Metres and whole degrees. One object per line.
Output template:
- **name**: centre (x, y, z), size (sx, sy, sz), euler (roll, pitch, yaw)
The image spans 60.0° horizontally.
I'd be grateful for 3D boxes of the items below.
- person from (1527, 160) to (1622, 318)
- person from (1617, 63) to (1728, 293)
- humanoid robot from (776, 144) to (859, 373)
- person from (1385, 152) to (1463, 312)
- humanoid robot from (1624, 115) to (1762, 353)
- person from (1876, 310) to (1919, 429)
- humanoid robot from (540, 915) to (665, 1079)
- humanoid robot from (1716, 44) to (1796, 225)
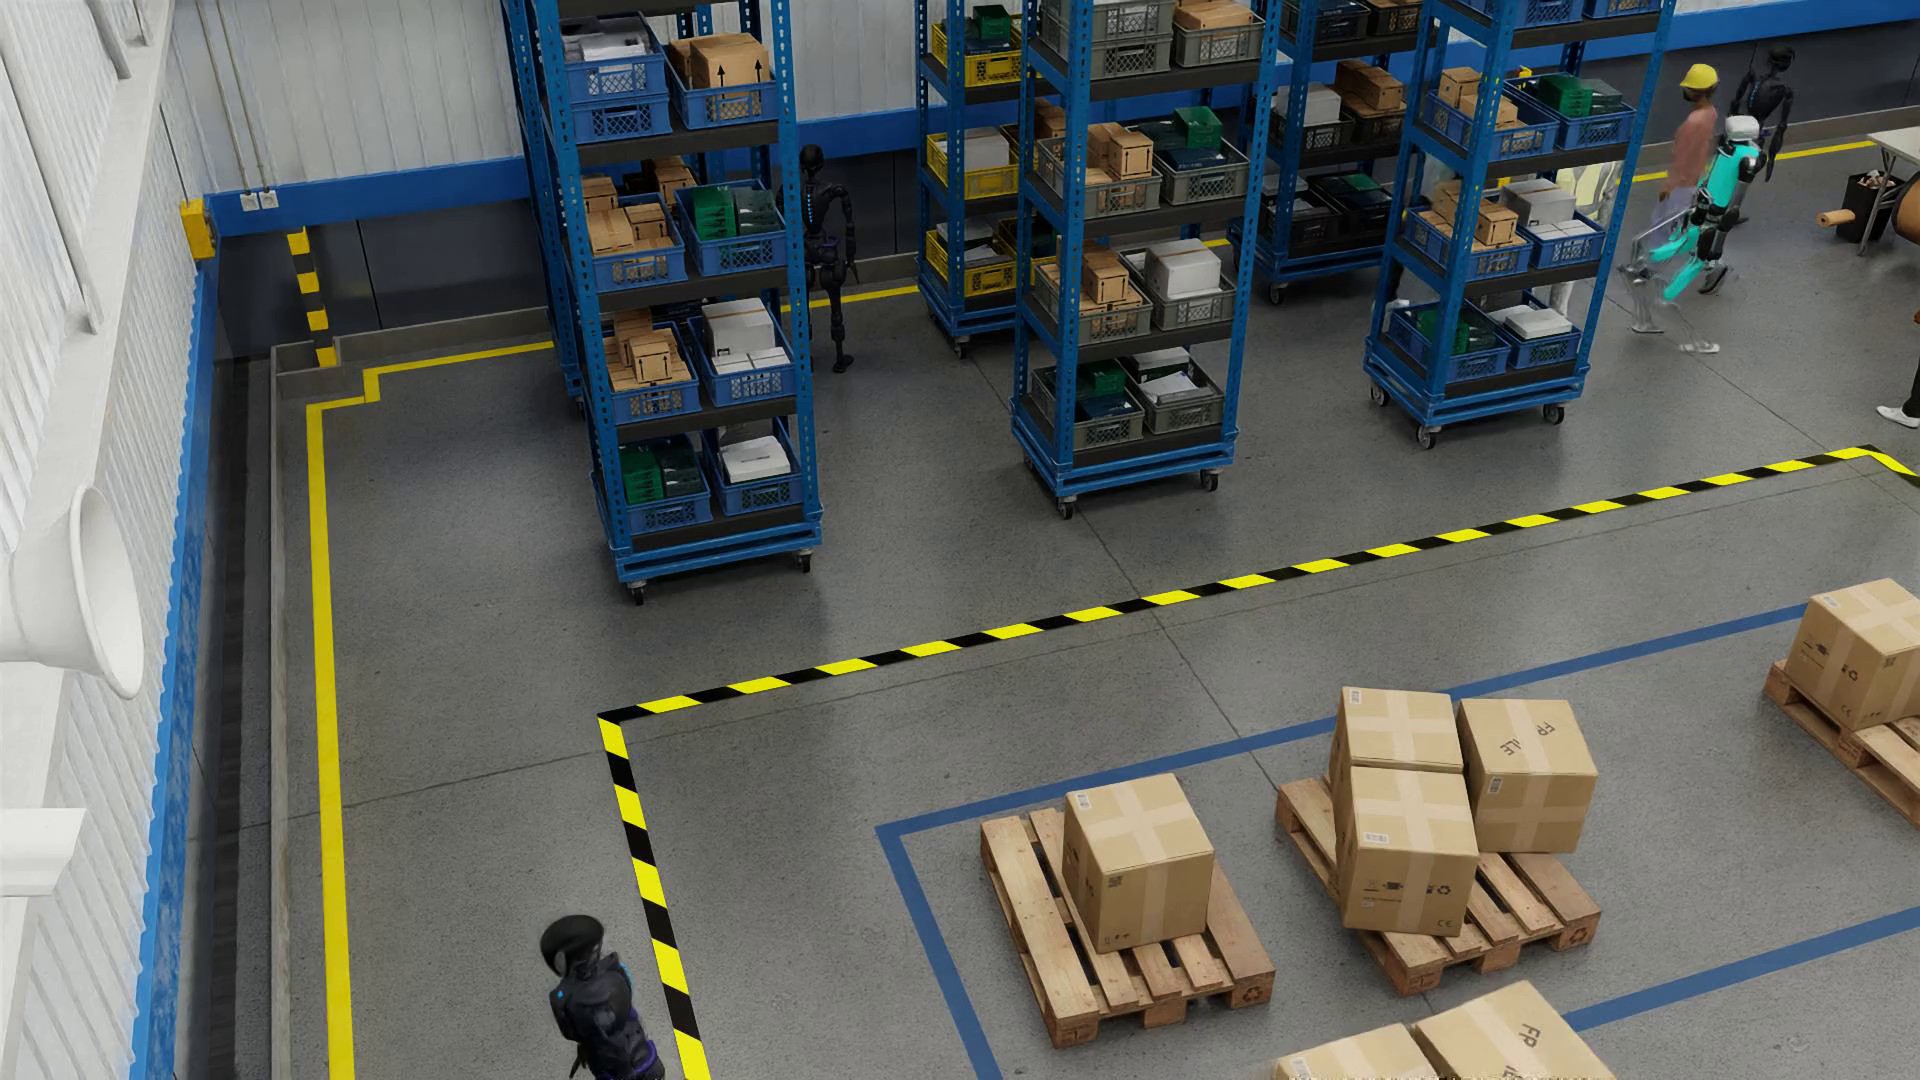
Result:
- **person**: centre (4.287, -2.223, 11.843), size (0.620, 1.845, 0.431), euler (6, 36, 9)
- **person**: centre (5.590, -2.723, 12.639), size (0.757, 1.729, 0.558), euler (20, 40, 26)
- **humanoid robot**: centre (-1.007, -1.957, 11.594), size (0.599, 1.657, 0.315), euler (3, 35, 5)
- **person**: centre (3.620, -2.570, 12.356), size (0.988, 1.815, 0.554), euler (-17, 39, -22)
- **humanoid robot**: centre (5.163, -2.146, 11.813), size (0.929, 1.760, 0.550), euler (1, 35, 1)
- **person**: centre (6.560, -1.596, 10.945), size (0.588, 1.852, 0.372), euler (-13, 37, -18)
- **humanoid robot**: centre (-1.224, 1.952, 6.061), size (0.384, 1.643, 0.601), euler (-20, 40, -25)
- **humanoid robot**: centre (6.342, -3.196, 13.394), size (0.685, 1.624, 0.590), euler (-16, 38, -21)
